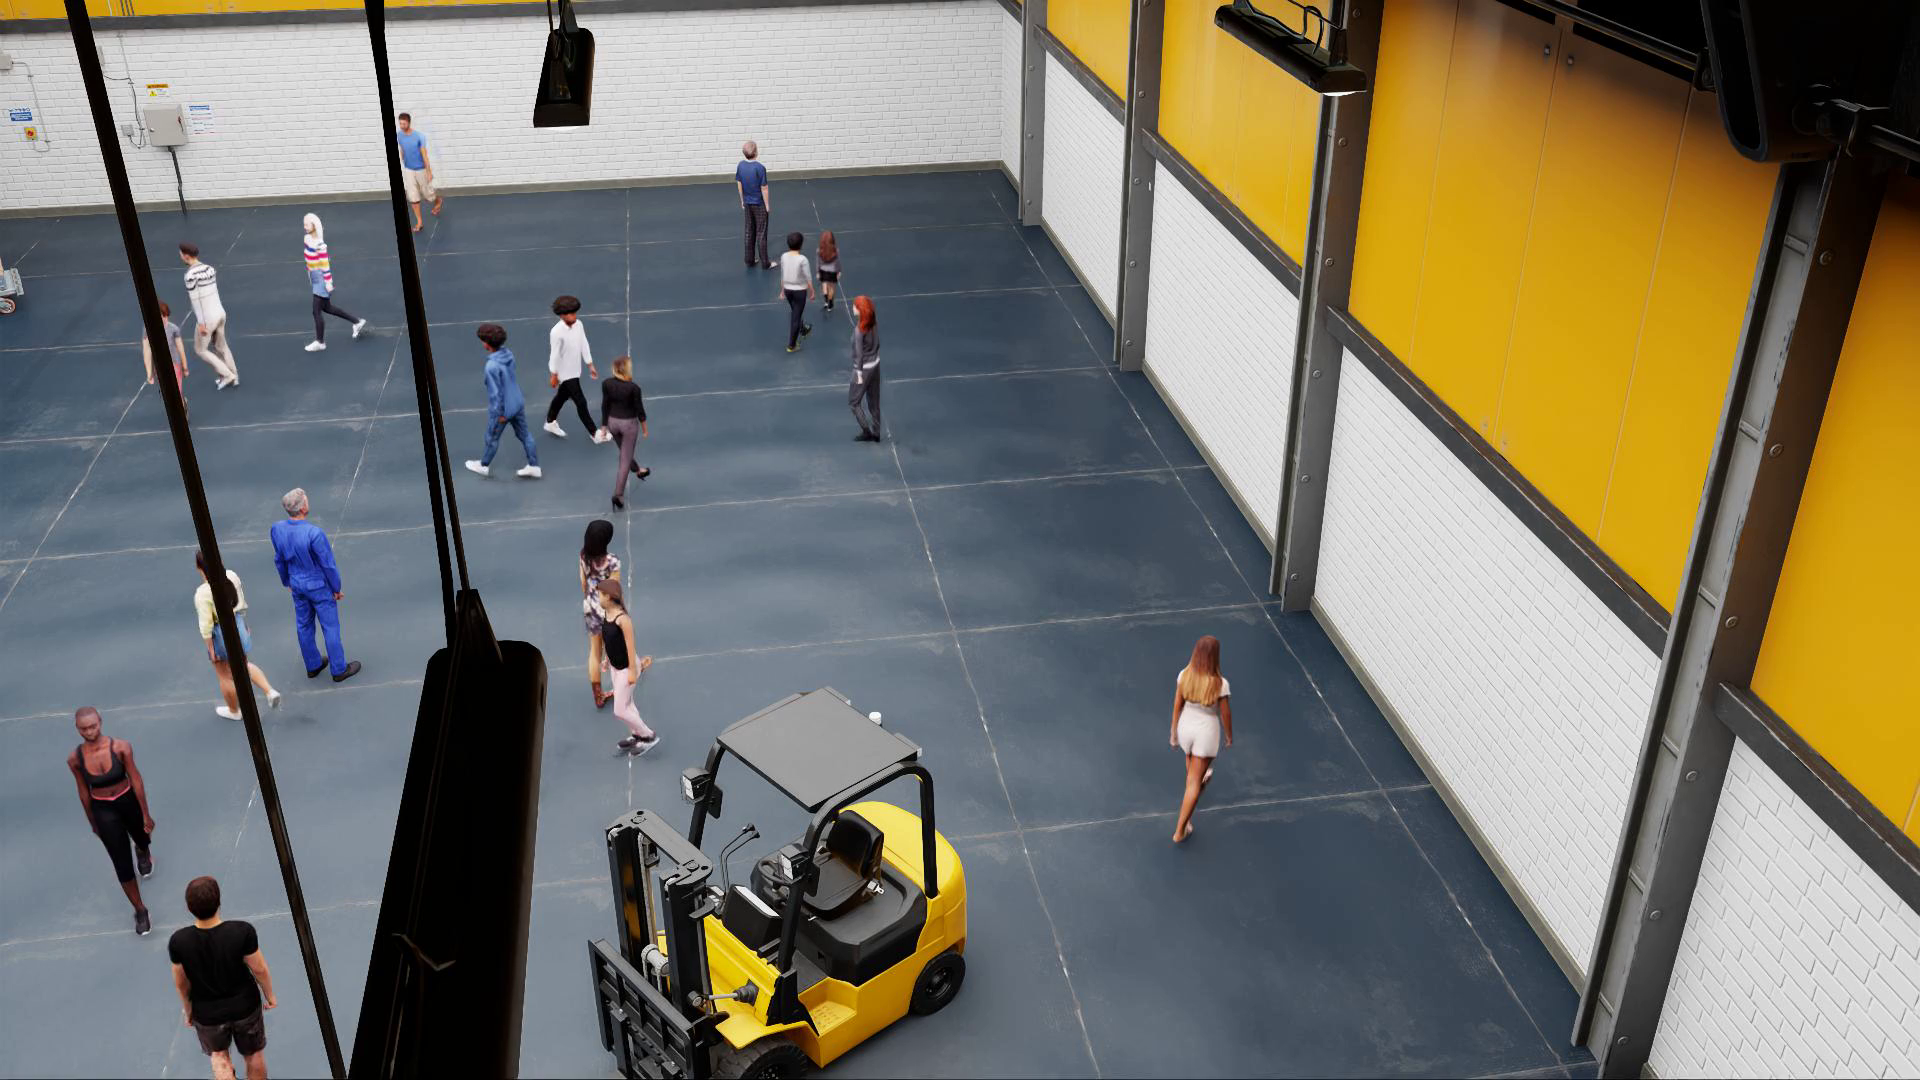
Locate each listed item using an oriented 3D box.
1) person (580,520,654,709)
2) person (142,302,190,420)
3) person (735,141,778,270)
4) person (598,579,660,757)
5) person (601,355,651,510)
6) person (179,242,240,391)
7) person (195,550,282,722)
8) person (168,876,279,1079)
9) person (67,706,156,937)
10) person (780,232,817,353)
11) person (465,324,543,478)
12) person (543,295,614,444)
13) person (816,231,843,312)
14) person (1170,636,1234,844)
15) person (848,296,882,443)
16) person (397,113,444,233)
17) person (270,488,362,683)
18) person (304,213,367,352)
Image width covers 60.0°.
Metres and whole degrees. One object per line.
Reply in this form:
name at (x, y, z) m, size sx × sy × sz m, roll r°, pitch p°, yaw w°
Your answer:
person at (-3.090, 0.665, 14.178) m, size 0.973 × 1.703 × 1.103 m, roll 12°, pitch 31°, yaw 21°
person at (-9.088, -1.976, 19.109) m, size 0.606 × 1.618 × 1.107 m, roll -5°, pitch 29°, yaw -9°
person at (-2.975, -4.869, 24.147) m, size 0.732 × 1.872 × 0.760 m, roll 14°, pitch 32°, yaw 24°
person at (-2.737, 1.056, 13.637) m, size 0.643 × 1.535 × 0.769 m, roll 23°, pitch 36°, yaw 36°
person at (-3.573, -1.084, 17.470) m, size 0.936 × 1.621 × 1.153 m, roll 9°, pitch 30°, yaw 15°
person at (-9.039, -2.696, 20.207) m, size 0.893 × 1.831 × 0.765 m, roll 5°, pitch 29°, yaw 9°
person at (-6.092, 0.816, 13.989) m, size 0.965 × 1.619 × 0.953 m, roll 9°, pitch 30°, yaw 17°
person at (-4.419, 2.862, 9.998) m, size 0.758 × 1.850 × 0.892 m, roll -10°, pitch 30°, yaw -17°
person at (-6.006, 1.894, 11.901) m, size 0.824 × 1.727 × 1.213 m, roll -14°, pitch 32°, yaw -24°
person at (-2.163, -3.162, 21.380) m, size 0.914 × 1.524 × 1.017 m, roll 15°, pitch 32°, yaw 25°
person at (-4.831, -1.462, 18.008) m, size 1.036 × 1.770 × 1.110 m, roll 8°, pitch 30°, yaw 14°
person at (-4.523, -1.932, 18.886) m, size 1.084 × 1.755 × 1.204 m, roll 11°, pitch 30°, yaw 19°
person at (-1.812, -3.678, 22.779) m, size 0.567 × 1.092 × 0.695 m, roll 2°, pitch 29°, yaw 3°
person at (1.777, 1.542, 12.630) m, size 1.034 × 1.645 × 1.156 m, roll 15°, pitch 32°, yaw 25°
person at (-0.983, -1.905, 18.821) m, size 0.752 × 1.769 × 0.666 m, roll 13°, pitch 31°, yaw 23°
person at (-8.410, -5.754, 25.828) m, size 0.865 × 1.815 × 1.164 m, roll 4°, pitch 29°, yaw 7°
person at (-5.675, 0.396, 14.540) m, size 0.791 × 1.828 × 0.741 m, roll 8°, pitch 30°, yaw 15°
person at (-8.166, -3.344, 21.444) m, size 1.051 × 1.783 × 1.134 m, roll -21°, pitch 35°, yaw -33°
